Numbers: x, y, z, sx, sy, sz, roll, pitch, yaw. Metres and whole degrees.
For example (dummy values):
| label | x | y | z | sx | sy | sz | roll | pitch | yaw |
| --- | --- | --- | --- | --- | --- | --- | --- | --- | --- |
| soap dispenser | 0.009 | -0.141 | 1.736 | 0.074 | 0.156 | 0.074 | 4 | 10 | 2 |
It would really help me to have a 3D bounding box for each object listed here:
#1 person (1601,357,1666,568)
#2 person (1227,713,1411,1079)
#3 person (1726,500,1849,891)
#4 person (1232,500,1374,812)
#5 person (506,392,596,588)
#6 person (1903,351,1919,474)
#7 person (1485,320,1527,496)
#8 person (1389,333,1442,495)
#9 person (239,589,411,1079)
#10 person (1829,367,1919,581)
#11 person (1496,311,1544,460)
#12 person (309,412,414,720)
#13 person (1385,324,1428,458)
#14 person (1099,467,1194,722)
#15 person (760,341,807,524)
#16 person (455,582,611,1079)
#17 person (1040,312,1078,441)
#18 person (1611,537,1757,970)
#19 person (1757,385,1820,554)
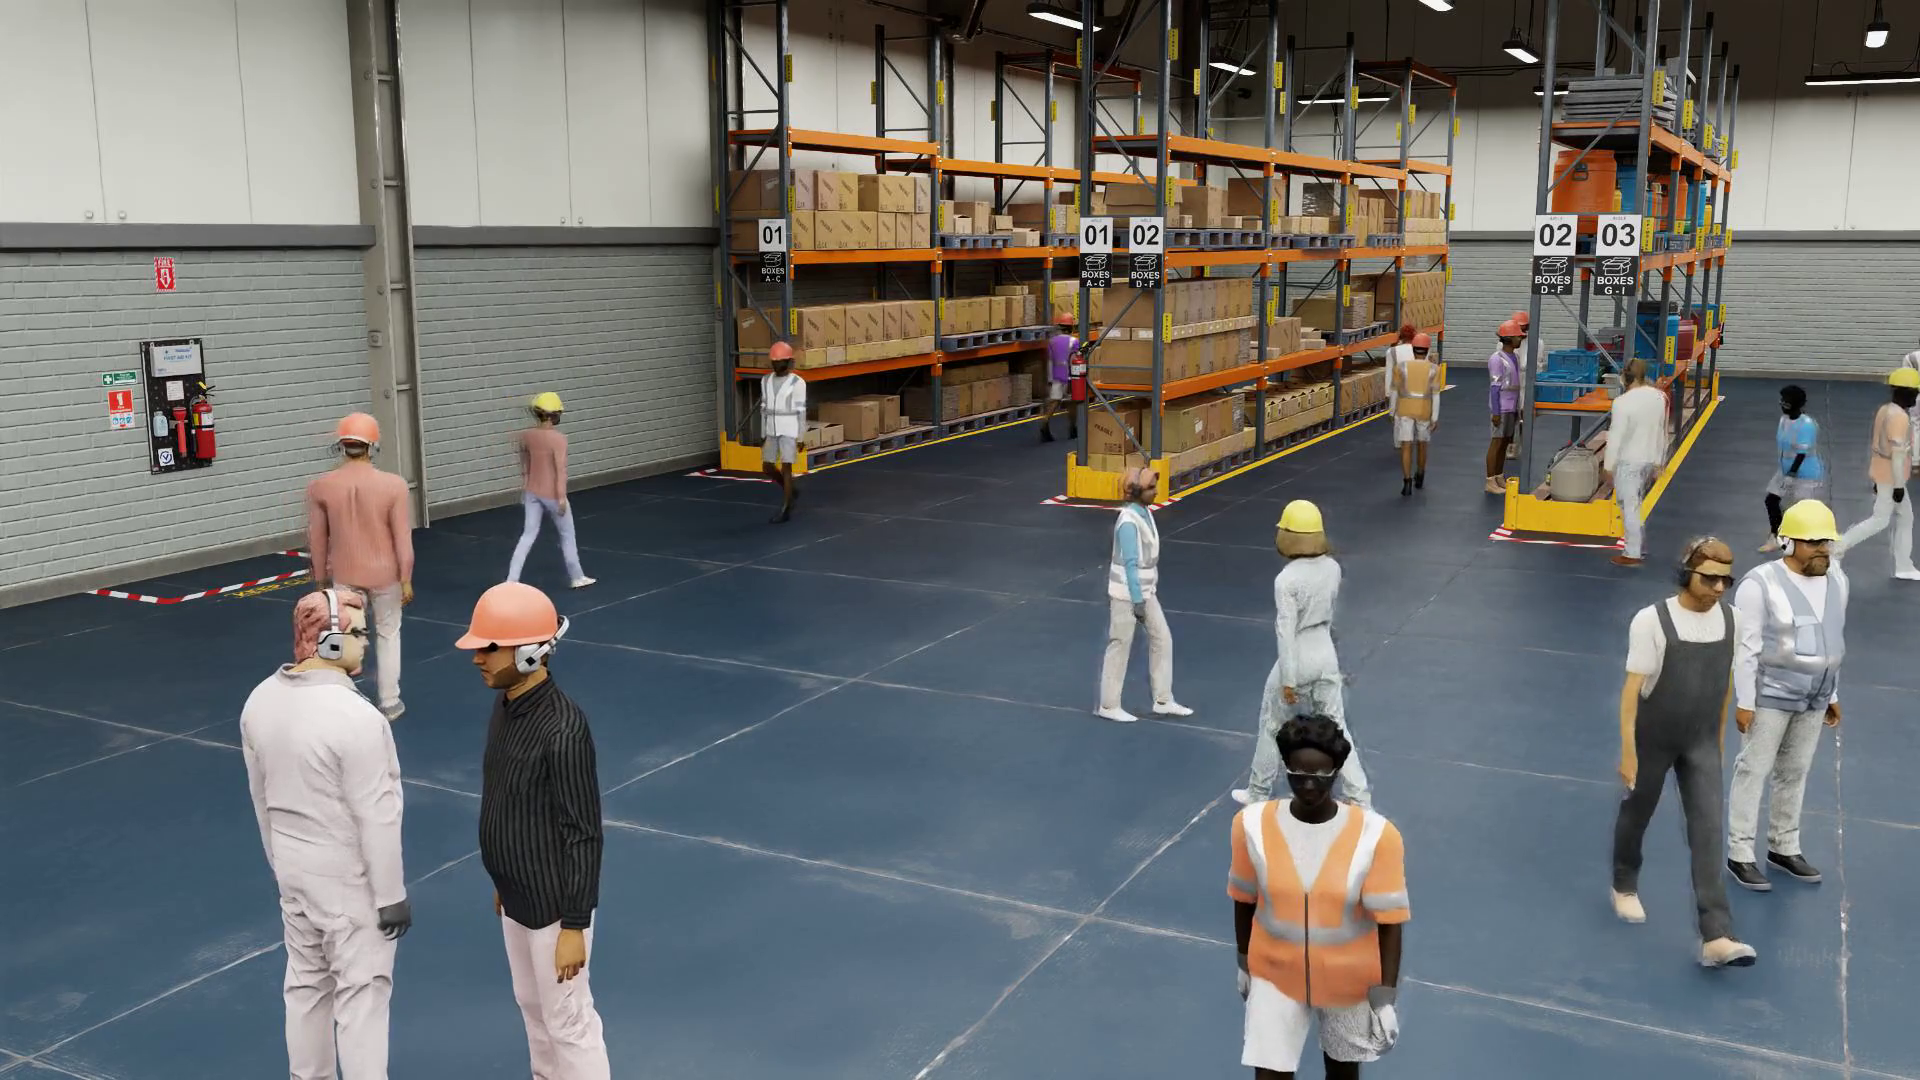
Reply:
| label | x | y | z | sx | sy | sz | roll | pitch | yaw |
| --- | --- | --- | --- | --- | --- | --- | --- | --- | --- |
| person | 6.121 | -0.705 | 15.228 | 0.641 | 1.926 | 0.493 | -7 | 12 | -32 |
| person | 1.046 | 1.319 | 4.947 | 0.550 | 1.644 | 0.894 | 4 | 11 | 19 |
| person | 3.875 | 0.714 | 7.759 | 0.591 | 1.834 | 0.404 | -3 | 11 | -17 |
| person | 1.793 | 0.637 | 8.530 | 0.480 | 1.702 | 0.893 | -7 | 12 | -32 |
| person | -3.523 | -0.390 | 14.077 | 0.550 | 1.725 | 0.898 | 7 | 12 | 33 |
| person | 12.372 | -1.787 | 21.351 | 0.603 | 1.851 | 0.813 | 5 | 12 | 27 |
| person | 6.411 | -1.553 | 19.537 | 0.361 | 2.048 | 0.611 | 8 | 13 | 39 |
| person | 5.397 | -1.502 | 19.726 | 0.564 | 1.883 | 1.012 | 2 | 11 | 12 |
| person | -2.027 | 1.099 | 5.477 | 0.636 | 1.903 | 0.404 | 7 | 13 | 34 |
| person | 8.137 | -0.582 | 14.638 | 0.881 | 1.898 | 0.592 | 4 | 11 | 23 |
| person | 7.528 | -2.080 | 22.468 | 0.631 | 2.023 | 0.431 | 4 | 11 | 21 |
| person | -3.653 | 0.210 | 10.145 | 0.622 | 1.972 | 0.823 | -1 | 10 | -3 |
| person | 6.112 | -2.040 | 22.797 | 0.578 | 1.840 | 0.989 | 4 | 11 | 20 |
| person | 1.181 | 0.355 | 10.311 | 0.689 | 1.613 | 0.536 | 4 | 11 | 21 |
| person | -1.864 | -1.146 | 17.643 | 0.561 | 1.927 | 0.522 | 6 | 12 | 29 |
| person | -1.322 | 1.106 | 5.181 | 0.396 | 1.993 | 0.617 | -7 | 13 | -34 |
| person | 1.509 | -2.410 | 24.609 | 0.551 | 1.911 | 0.899 | 7 | 13 | 35 |
| person | 3.052 | 0.872 | 7.029 | 0.552 | 1.777 | 1.006 | -1 | 10 | -3 |
| person | 7.810 | -0.619 | 15.480 | 0.596 | 1.652 | 0.524 | -2 | 11 | -9 |
